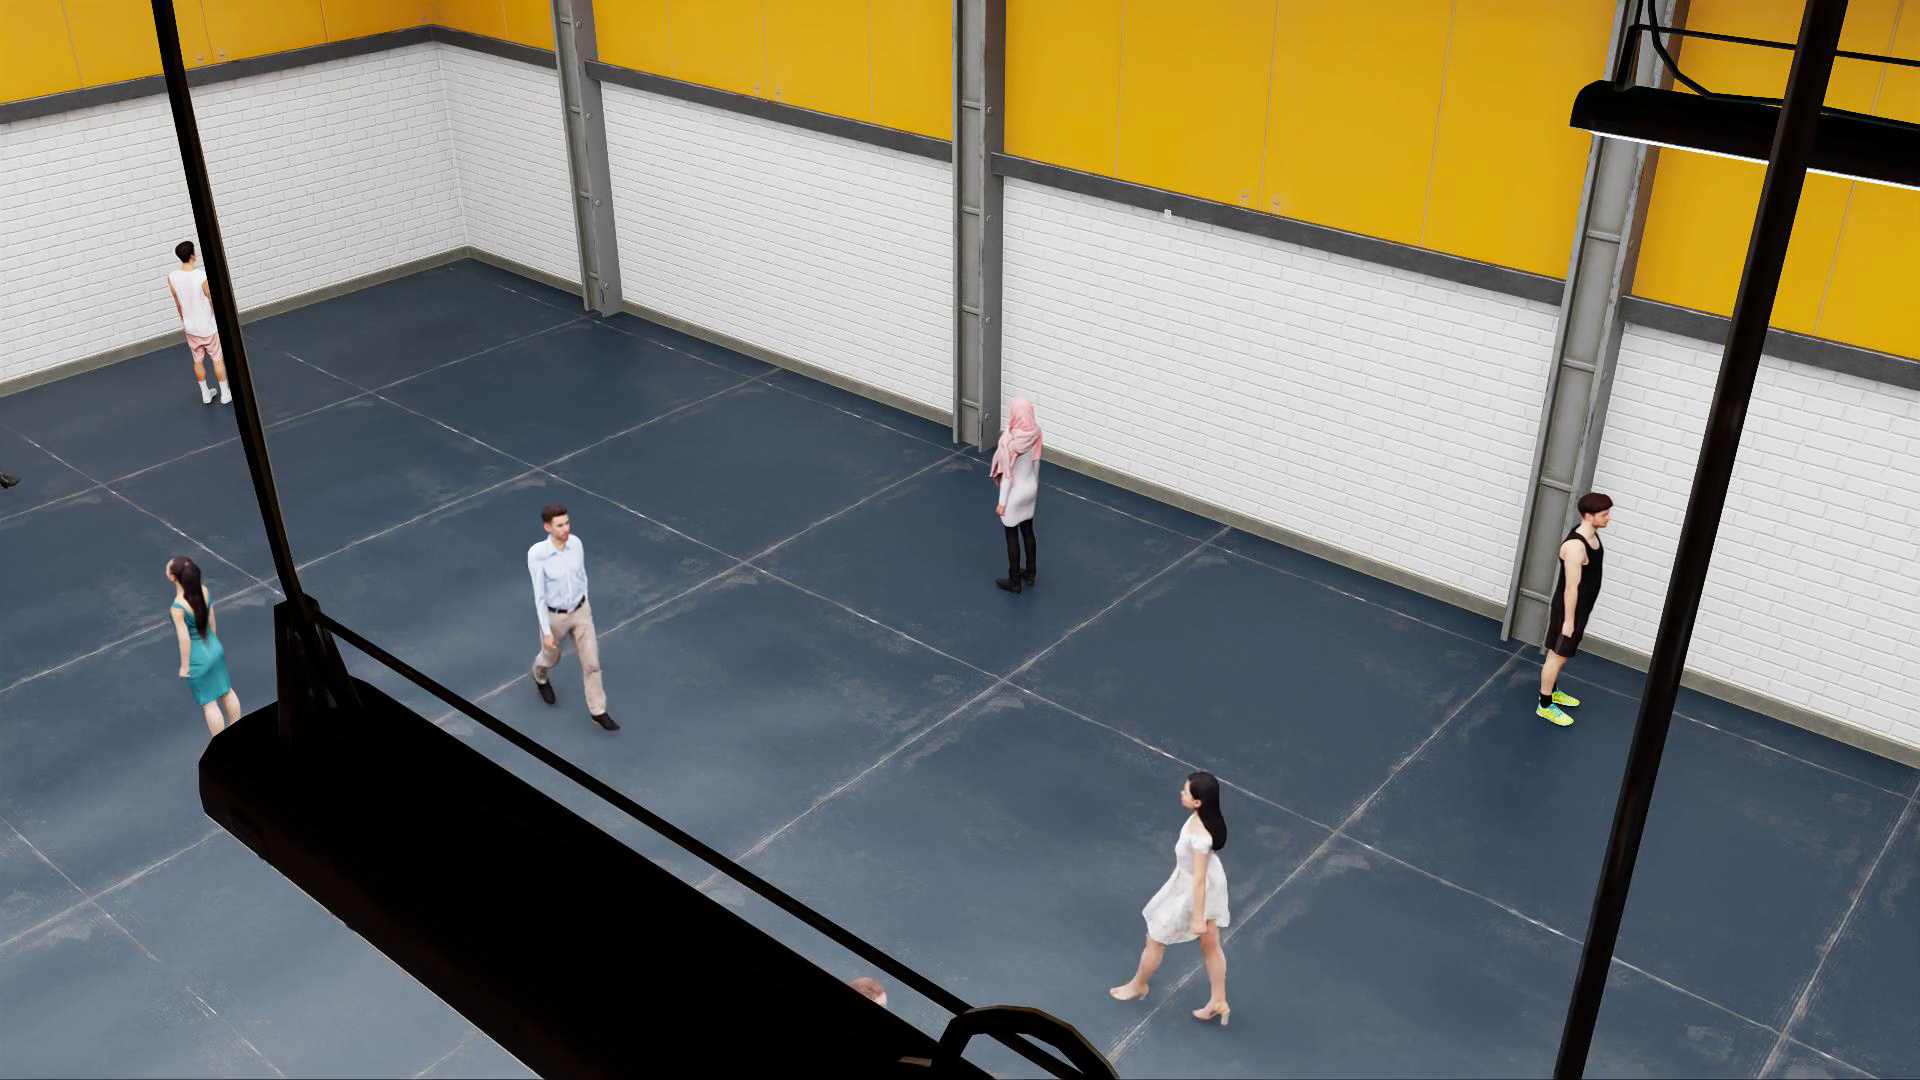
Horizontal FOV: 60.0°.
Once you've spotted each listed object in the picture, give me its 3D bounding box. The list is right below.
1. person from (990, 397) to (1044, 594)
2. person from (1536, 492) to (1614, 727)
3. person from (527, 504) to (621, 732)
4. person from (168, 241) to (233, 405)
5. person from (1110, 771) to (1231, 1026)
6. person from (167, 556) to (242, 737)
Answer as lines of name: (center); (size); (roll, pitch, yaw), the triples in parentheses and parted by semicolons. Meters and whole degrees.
person: (0.502, -0.394, 14.261); (0.661, 1.803, 0.624); (-24, 37, -37)
person: (4.628, 0.488, 12.554); (0.650, 1.891, 0.740); (14, 32, 24)
person: (-3.025, 0.549, 12.511); (0.766, 1.824, 1.242); (-22, 36, -35)
person: (-8.134, -2.320, 17.809); (0.692, 1.788, 0.793); (3, 29, 5)
person: (1.459, 2.122, 9.704); (1.054, 1.750, 0.847); (9, 30, 16)
person: (-5.503, 0.853, 12.098); (0.624, 1.685, 0.624); (7, 29, 12)
